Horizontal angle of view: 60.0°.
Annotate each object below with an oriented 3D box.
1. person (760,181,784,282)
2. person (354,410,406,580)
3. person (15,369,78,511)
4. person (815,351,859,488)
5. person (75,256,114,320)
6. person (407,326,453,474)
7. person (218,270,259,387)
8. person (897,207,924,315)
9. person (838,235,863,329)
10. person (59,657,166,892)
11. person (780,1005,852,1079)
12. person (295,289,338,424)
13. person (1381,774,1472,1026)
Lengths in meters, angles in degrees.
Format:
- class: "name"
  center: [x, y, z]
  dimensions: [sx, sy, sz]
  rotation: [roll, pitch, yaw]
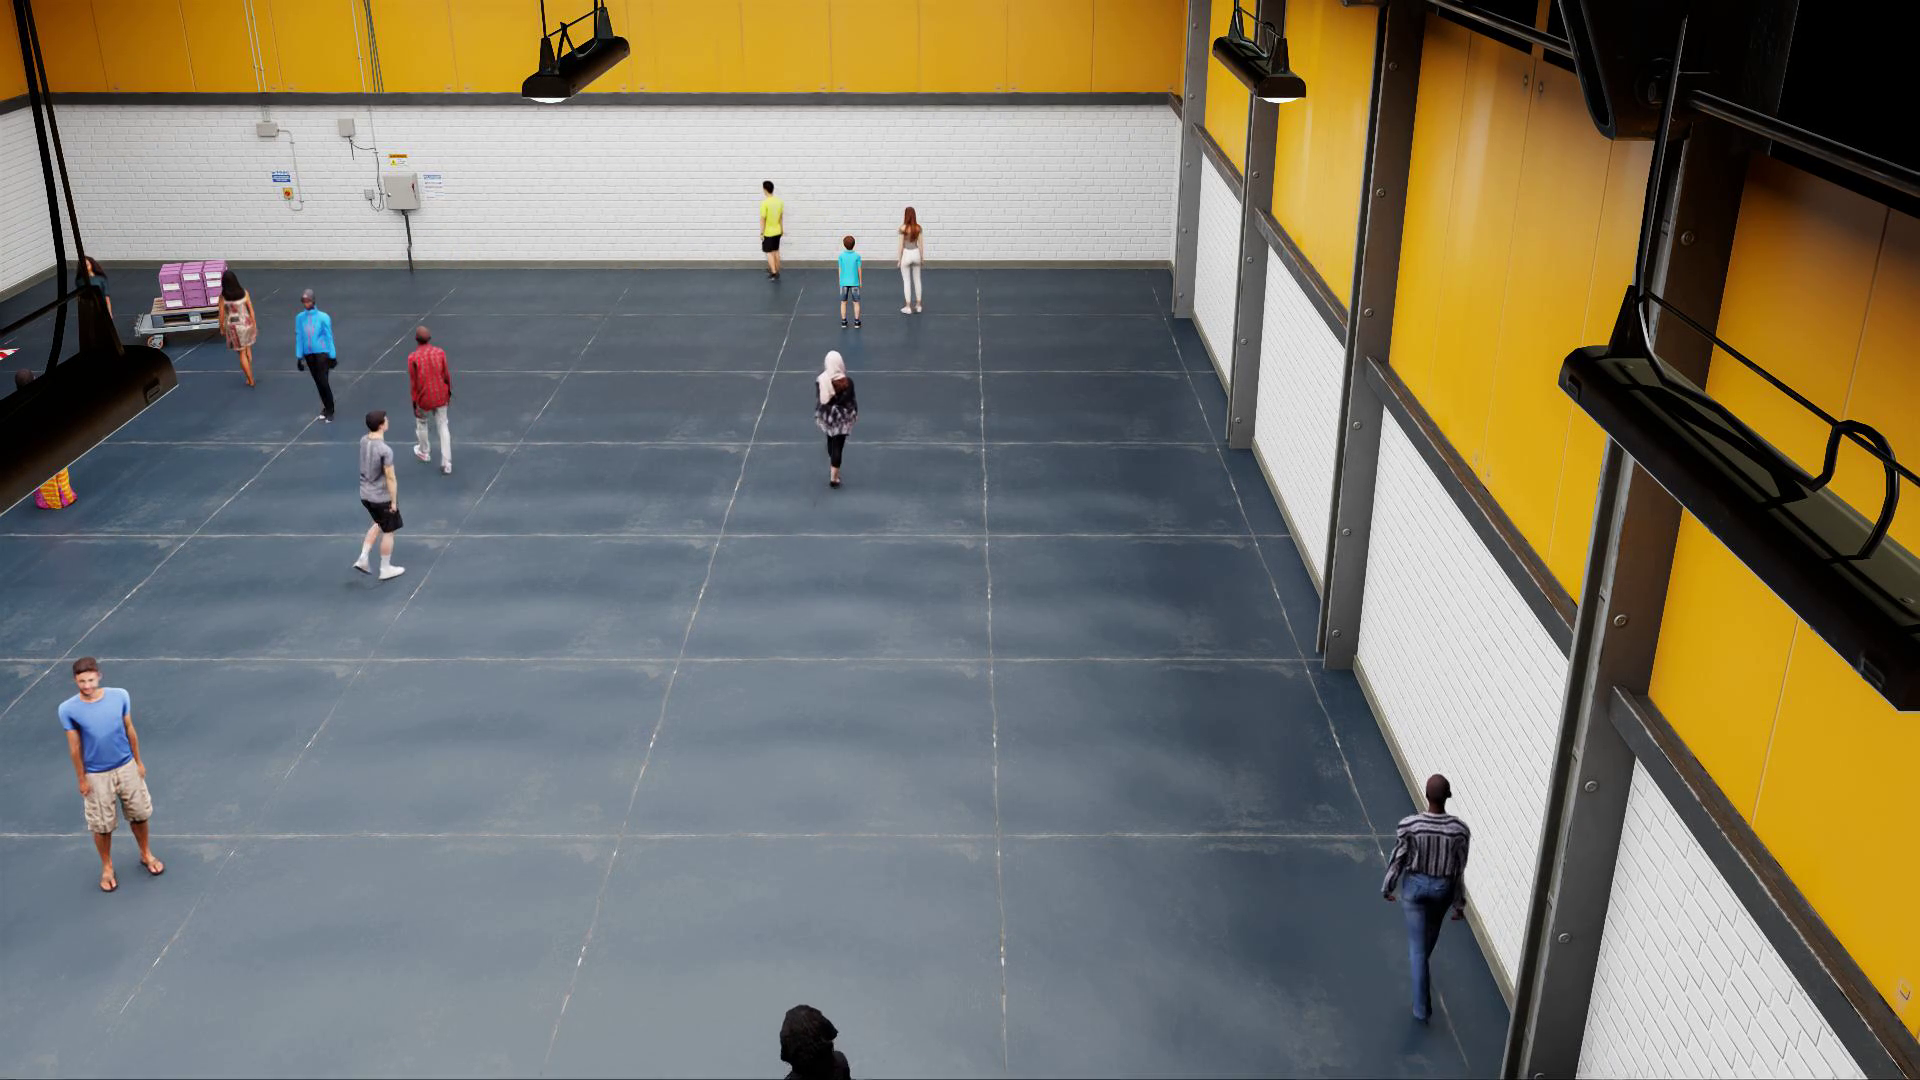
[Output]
- class: "person"
  center: [-3.230, -5.342, 28.681]
  dimensions: [0.831, 1.718, 0.892]
  rotation: [-21, 31, -39]
- class: "person"
  center: [-6.122, -0.438, 17.306]
  dimensions: [0.900, 1.843, 0.963]
  rotation: [16, 28, 32]
- class: "person"
  center: [-10.652, -1.204, 19.256]
  dimensions: [0.688, 1.686, 0.700]
  rotation: [-4, 24, -9]
- class: "person"
  center: [-1.500, -1.413, 19.837]
  dimensions: [0.775, 1.603, 1.071]
  rotation: [5, 24, 12]
- class: "person"
  center: [-12.567, -3.336, 24.218]
  dimensions: [0.689, 1.617, 0.711]
  rotation: [-10, 25, -21]
- class: "person"
  center: [-6.398, -1.688, 20.230]
  dimensions: [1.029, 1.792, 1.176]
  rotation: [-15, 28, -31]
- class: "person"
  center: [-10.086, -2.948, 23.322]
  dimensions: [0.946, 1.624, 1.042]
  rotation: [-18, 29, -35]
- class: "person"
  center: [-0.793, -4.510, 26.771]
  dimensions: [0.667, 1.724, 0.649]
  rotation: [-10, 26, -22]
- class: "person"
  center: [-1.733, -4.059, 26.085]
  dimensions: [0.508, 1.448, 0.479]
  rotation: [0, 24, 1]
- class: "person"
  center: [-6.351, 1.693, 12.408]
  dimensions: [0.730, 1.862, 0.767]
  rotation: [-18, 30, -36]
- class: "person"
  center: [-0.726, 3.289, 8.810]
  dimensions: [0.840, 1.821, 0.776]
  rotation: [20, 30, 38]
- class: "person"
  center: [-8.475, -2.475, 22.047]
  dimensions: [0.651, 1.779, 0.777]
  rotation: [3, 24, 7]
- class: "person"
  center: [3.087, 2.405, 10.908]
  dimensions: [0.725, 1.760, 1.049]
  rotation: [2, 24, 4]
